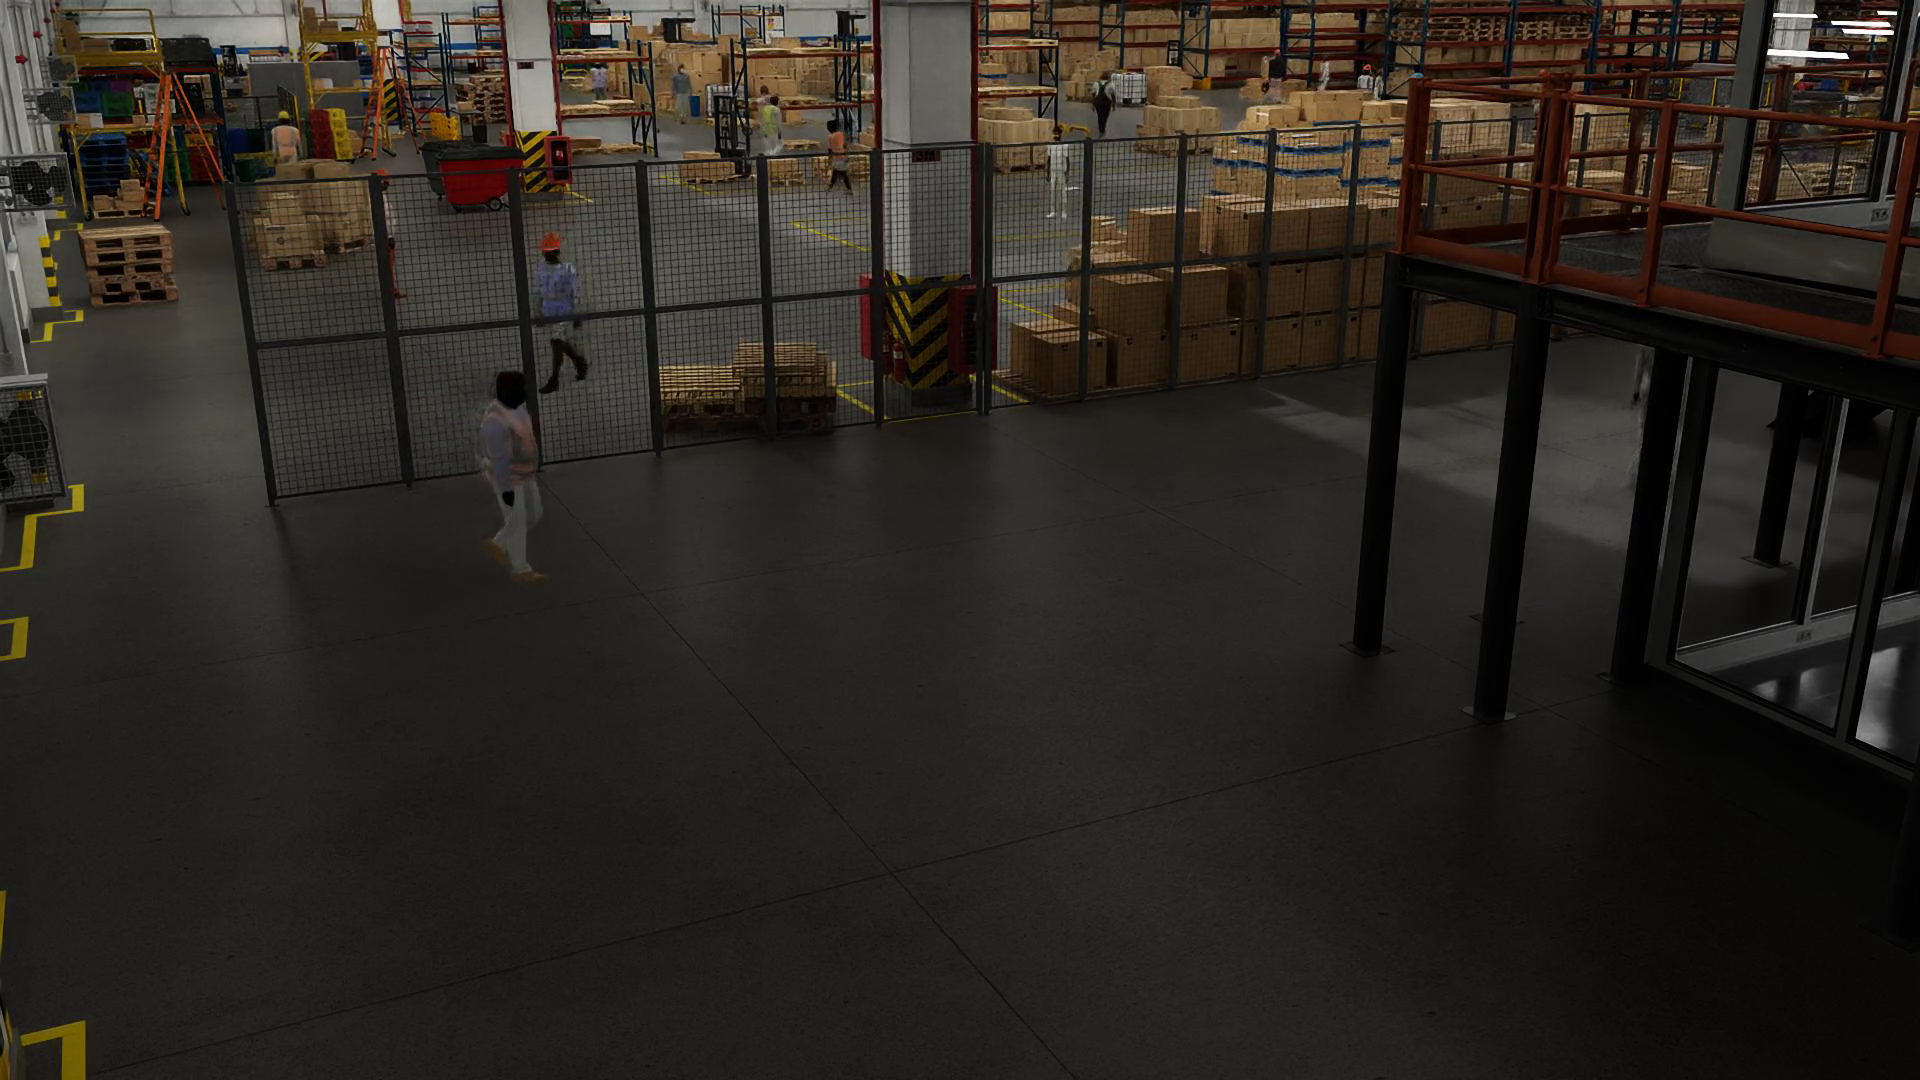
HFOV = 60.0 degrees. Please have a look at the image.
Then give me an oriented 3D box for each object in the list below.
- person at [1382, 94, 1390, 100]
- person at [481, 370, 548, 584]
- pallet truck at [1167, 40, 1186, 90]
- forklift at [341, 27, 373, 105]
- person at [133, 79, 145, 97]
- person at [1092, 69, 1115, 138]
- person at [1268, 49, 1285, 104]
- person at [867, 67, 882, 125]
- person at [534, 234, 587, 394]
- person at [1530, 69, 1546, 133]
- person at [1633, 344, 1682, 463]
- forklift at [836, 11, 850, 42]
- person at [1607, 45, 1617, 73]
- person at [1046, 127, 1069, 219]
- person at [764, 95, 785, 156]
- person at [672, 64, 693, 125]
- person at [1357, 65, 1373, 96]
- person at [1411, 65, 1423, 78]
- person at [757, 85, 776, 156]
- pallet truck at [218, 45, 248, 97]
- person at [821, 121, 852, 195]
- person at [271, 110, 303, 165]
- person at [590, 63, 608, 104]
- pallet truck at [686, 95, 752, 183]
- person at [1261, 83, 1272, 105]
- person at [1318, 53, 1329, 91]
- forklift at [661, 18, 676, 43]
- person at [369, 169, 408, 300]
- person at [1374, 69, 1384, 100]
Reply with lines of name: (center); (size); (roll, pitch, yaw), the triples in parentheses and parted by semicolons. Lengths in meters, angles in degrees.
person: (10.577, -10.137, 41.510); (0.590, 1.919, 0.394); (5, 20, 14)
person: (-3.732, -0.517, 13.769); (0.510, 1.825, 0.623); (3, 19, 7)
pallet truck: (9.045, -19.971, 69.895); (0.823, 1.965, 1.885); (-3, 19, -8)
forklift: (-22.275, -17.346, 60.954); (1.873, 2.768, 1.129); (-9, 21, -25)
person: (-25.333, -13.405, 51.420); (0.520, 1.633, 0.312); (6, 20, 18)
person: (4.311, -13.197, 50.195); (0.684, 2.000, 0.943); (7, 20, 21)
person: (11.854, -17.350, 62.297); (0.612, 1.997, 0.375); (6, 20, 16)
person: (-2.742, -14.528, 54.262); (0.638, 1.911, 0.925); (-9, 21, -23)
person: (-4.871, -2.786, 20.222); (0.551, 1.915, 0.881); (10, 21, 27)
person: (17.876, -13.504, 51.254); (0.542, 1.929, 0.374); (-3, 19, -9)
person: (7.019, -1.504, 16.757); (0.424, 1.727, 0.510); (-18, 26, -42)
forklift: (-5.836, -25.025, 83.213); (1.873, 2.768, 1.129); (-9, 21, -25)
person: (28.982, -21.244, 74.142); (0.518, 1.618, 0.457); (-8, 21, -22)
person: (2.004, -7.497, 33.962); (0.532, 1.856, 0.369); (11, 22, 30)
person: (-4.749, -10.424, 42.484); (0.444, 1.821, 0.643); (-15, 24, -37)
person: (-9.012, -14.516, 54.212); (0.662, 1.906, 0.884); (-9, 21, -25)
person: (13.075, -14.331, 53.649); (0.557, 1.930, 0.370); (15, 24, 38)
person: (15.856, -15.670, 57.881); (0.535, 1.697, 0.318); (-11, 22, -29)
person: (-5.169, -11.152, 44.430); (0.372, 1.934, 0.627); (16, 24, 38)
pallet truck: (-28.879, -18.665, 66.111); (0.823, 1.965, 1.885); (-3, 19, -9)
person: (-2.820, -8.629, 37.543); (0.853, 1.634, 0.526); (8, 21, 22)
person: (-15.007, -8.611, 37.115); (0.592, 1.897, 0.915); (-4, 19, -11)
person: (-12.523, -15.774, 57.889); (0.618, 1.878, 0.950); (-8, 21, -22)
pallet truck: (-5.836, -9.608, 39.856); (0.823, 1.965, 1.885); (10, 22, 27)
person: (8.677, -12.031, 47.157); (0.995, 1.825, 0.535); (10, 21, 26)
person: (13.617, -17.293, 62.342); (0.402, 1.866, 0.626); (-2, 19, -7)
forklift: (-12.505, -21.065, 71.733); (1.873, 2.768, 1.129); (-9, 21, -25)
person: (-8.869, -4.712, 25.664); (0.376, 1.997, 0.612); (-13, 23, -33)
person: (14.186, -15.130, 56.402); (0.307, 1.641, 0.513); (3, 19, 9)
